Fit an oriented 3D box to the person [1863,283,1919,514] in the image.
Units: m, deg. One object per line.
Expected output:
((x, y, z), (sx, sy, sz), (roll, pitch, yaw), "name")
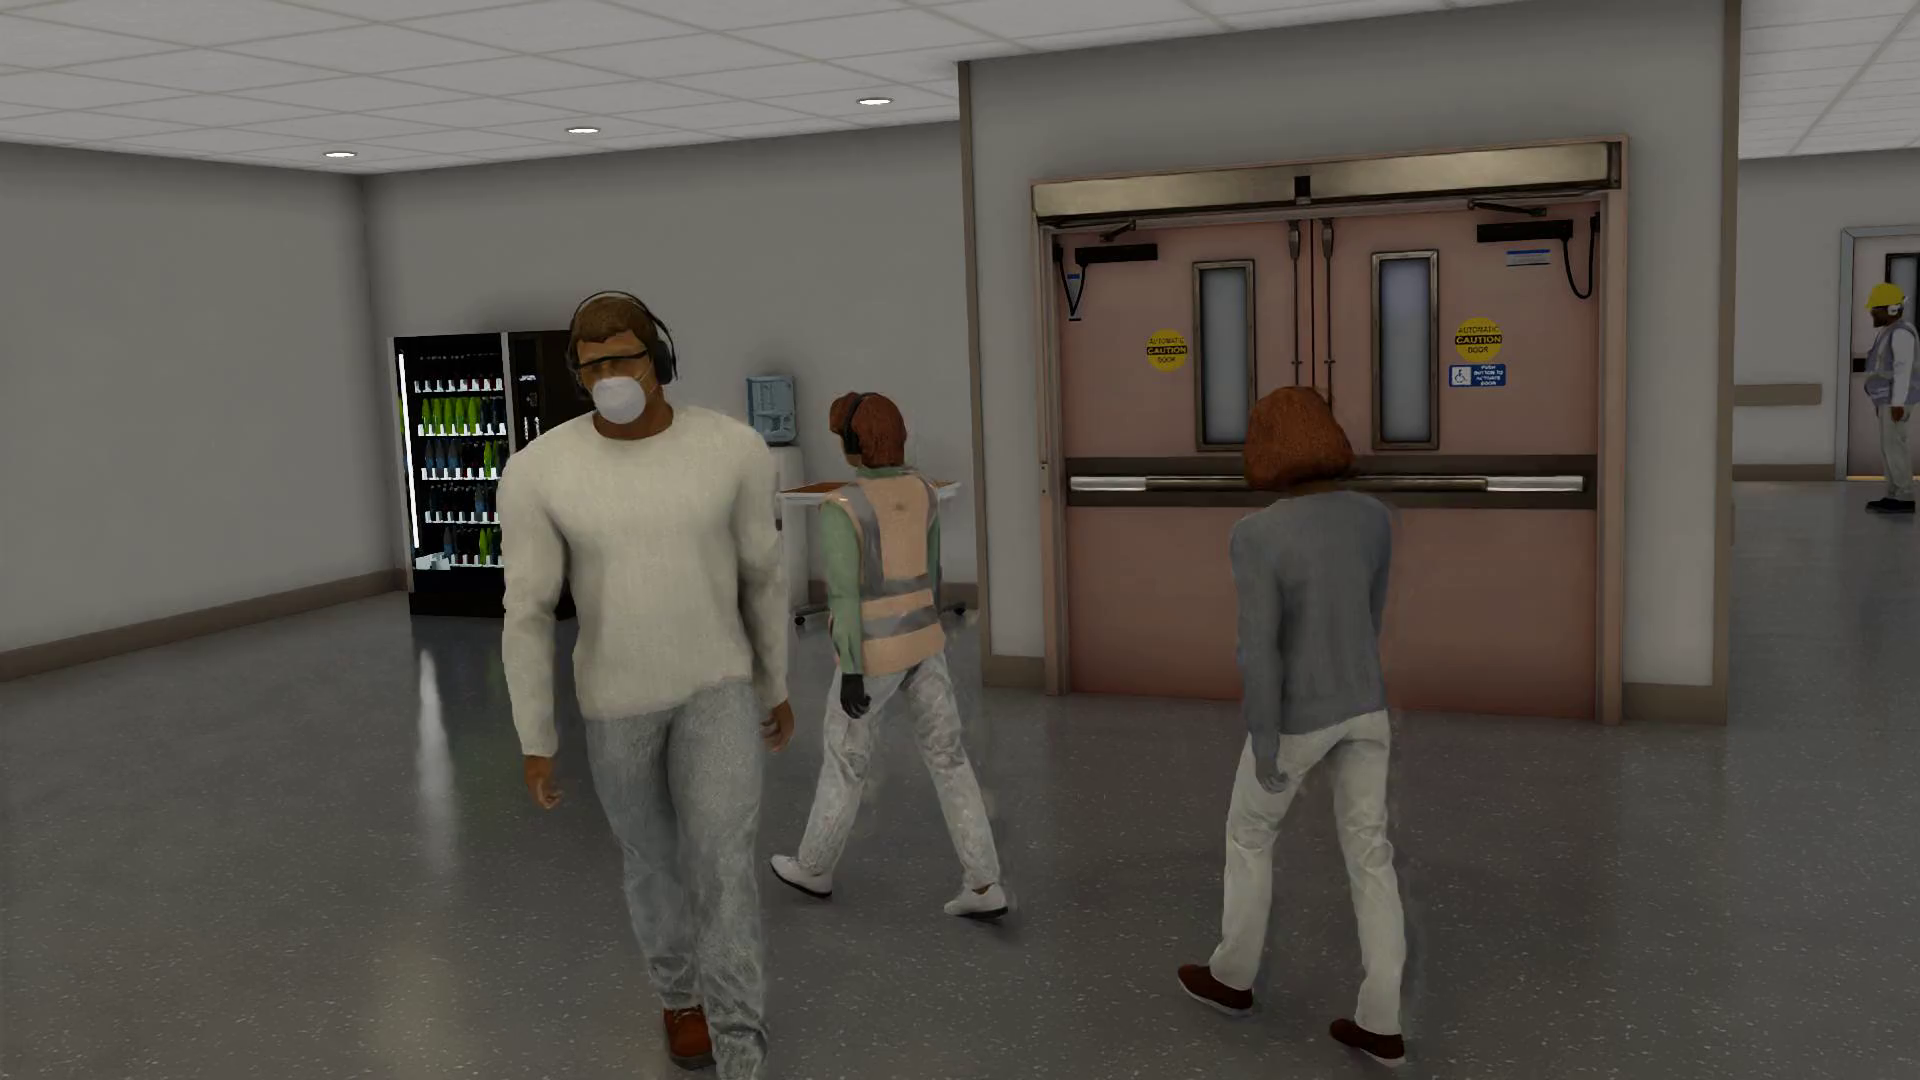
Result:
((7.374, -1.120, 13.191), (0.430, 1.815, 0.652), (1, 8, 22), "person")

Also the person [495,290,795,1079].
((-0.685, 0.393, 3.767), (0.652, 1.882, 0.967), (-4, 8, -12), "person")

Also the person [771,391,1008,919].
((-0.227, 0.350, 5.047), (0.870, 1.597, 0.533), (4, 10, 41), "person")

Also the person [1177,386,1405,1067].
((0.819, 0.431, 4.092), (0.507, 1.604, 0.752), (-6, 8, -26), "person")
